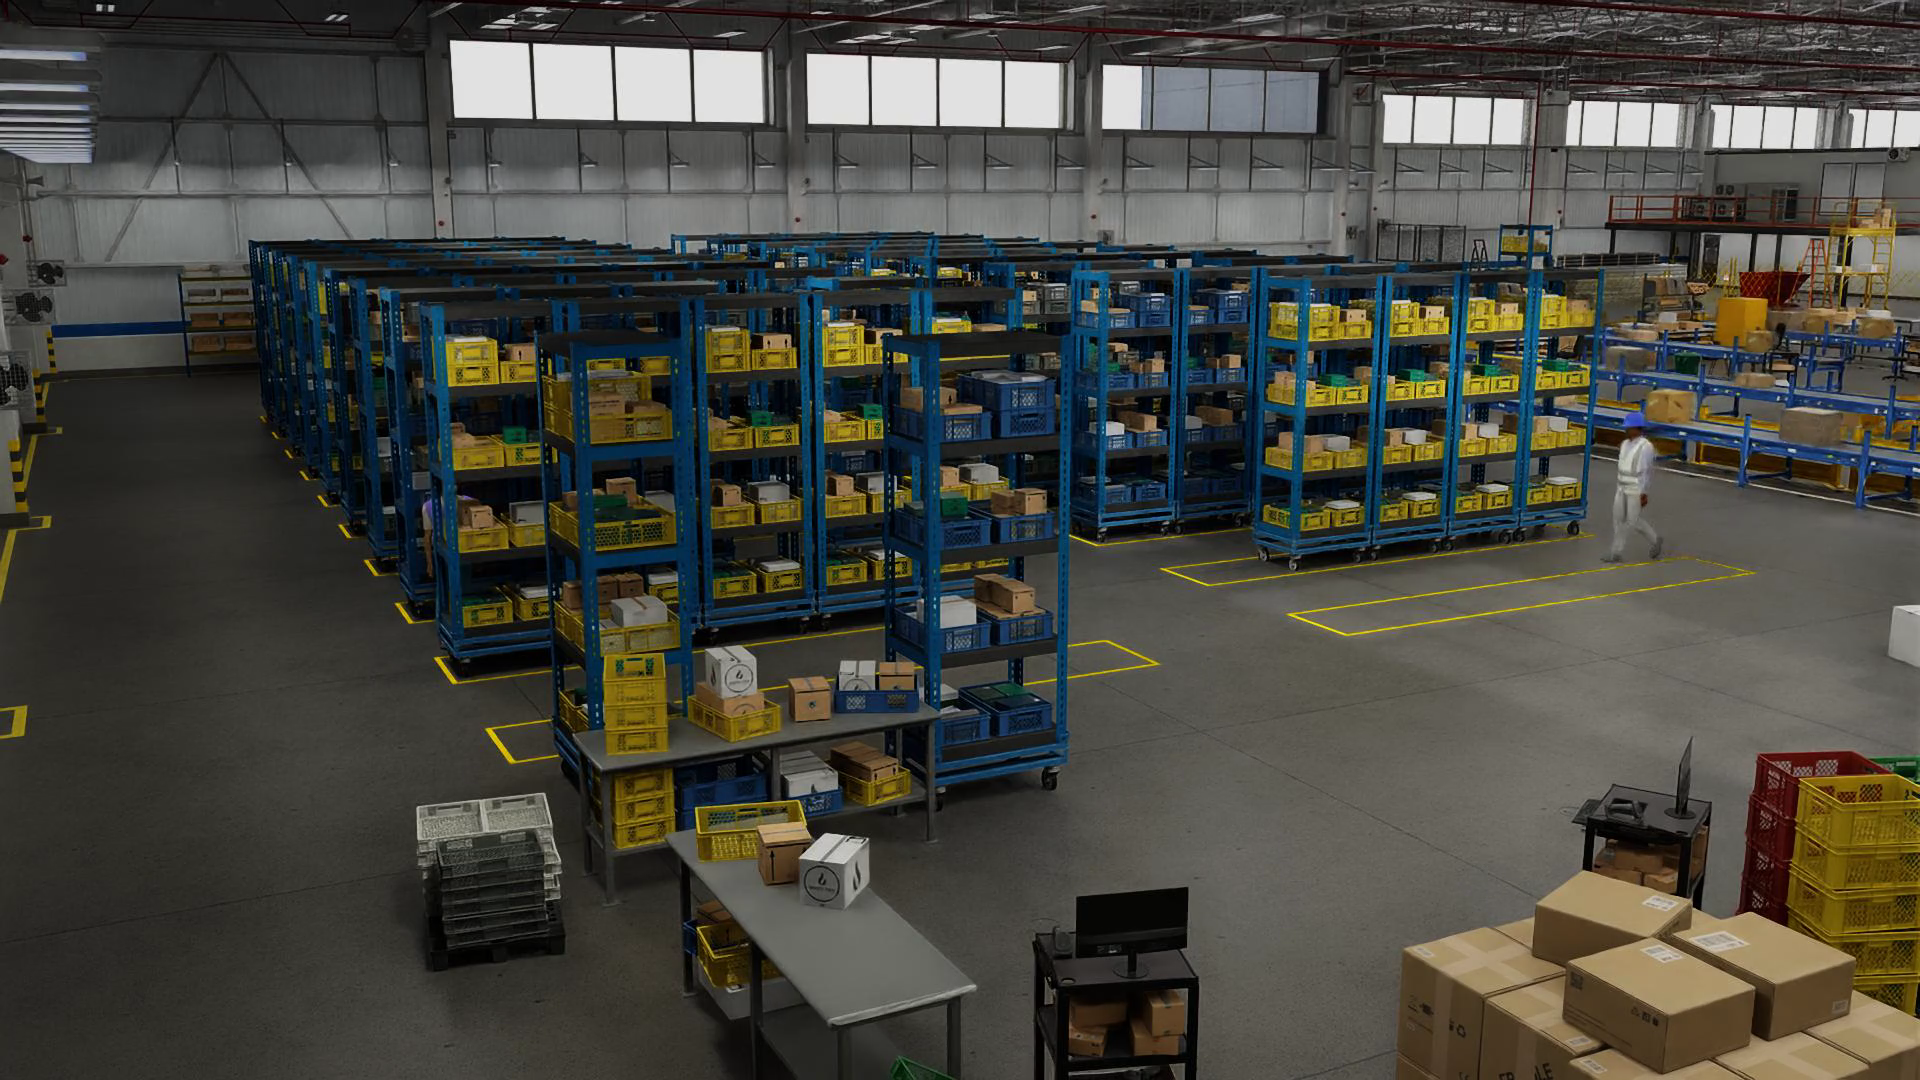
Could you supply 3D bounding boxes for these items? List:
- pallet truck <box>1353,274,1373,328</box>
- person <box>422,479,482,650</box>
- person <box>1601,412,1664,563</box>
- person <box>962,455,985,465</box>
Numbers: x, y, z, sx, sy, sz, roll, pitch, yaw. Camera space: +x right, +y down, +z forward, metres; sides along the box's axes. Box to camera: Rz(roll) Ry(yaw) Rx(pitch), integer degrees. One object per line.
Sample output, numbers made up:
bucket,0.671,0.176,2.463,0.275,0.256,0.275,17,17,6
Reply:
pallet truck,13.011,-8.050,55.243,0.823,1.965,1.885,-7,14,-28
person,-5.207,0.187,17.071,0.570,1.843,0.373,-9,15,-36
person,8.456,-0.649,20.791,0.702,1.924,0.617,-3,12,-14
person,0.230,-0.923,22.320,0.404,1.822,0.591,-1,12,-5
